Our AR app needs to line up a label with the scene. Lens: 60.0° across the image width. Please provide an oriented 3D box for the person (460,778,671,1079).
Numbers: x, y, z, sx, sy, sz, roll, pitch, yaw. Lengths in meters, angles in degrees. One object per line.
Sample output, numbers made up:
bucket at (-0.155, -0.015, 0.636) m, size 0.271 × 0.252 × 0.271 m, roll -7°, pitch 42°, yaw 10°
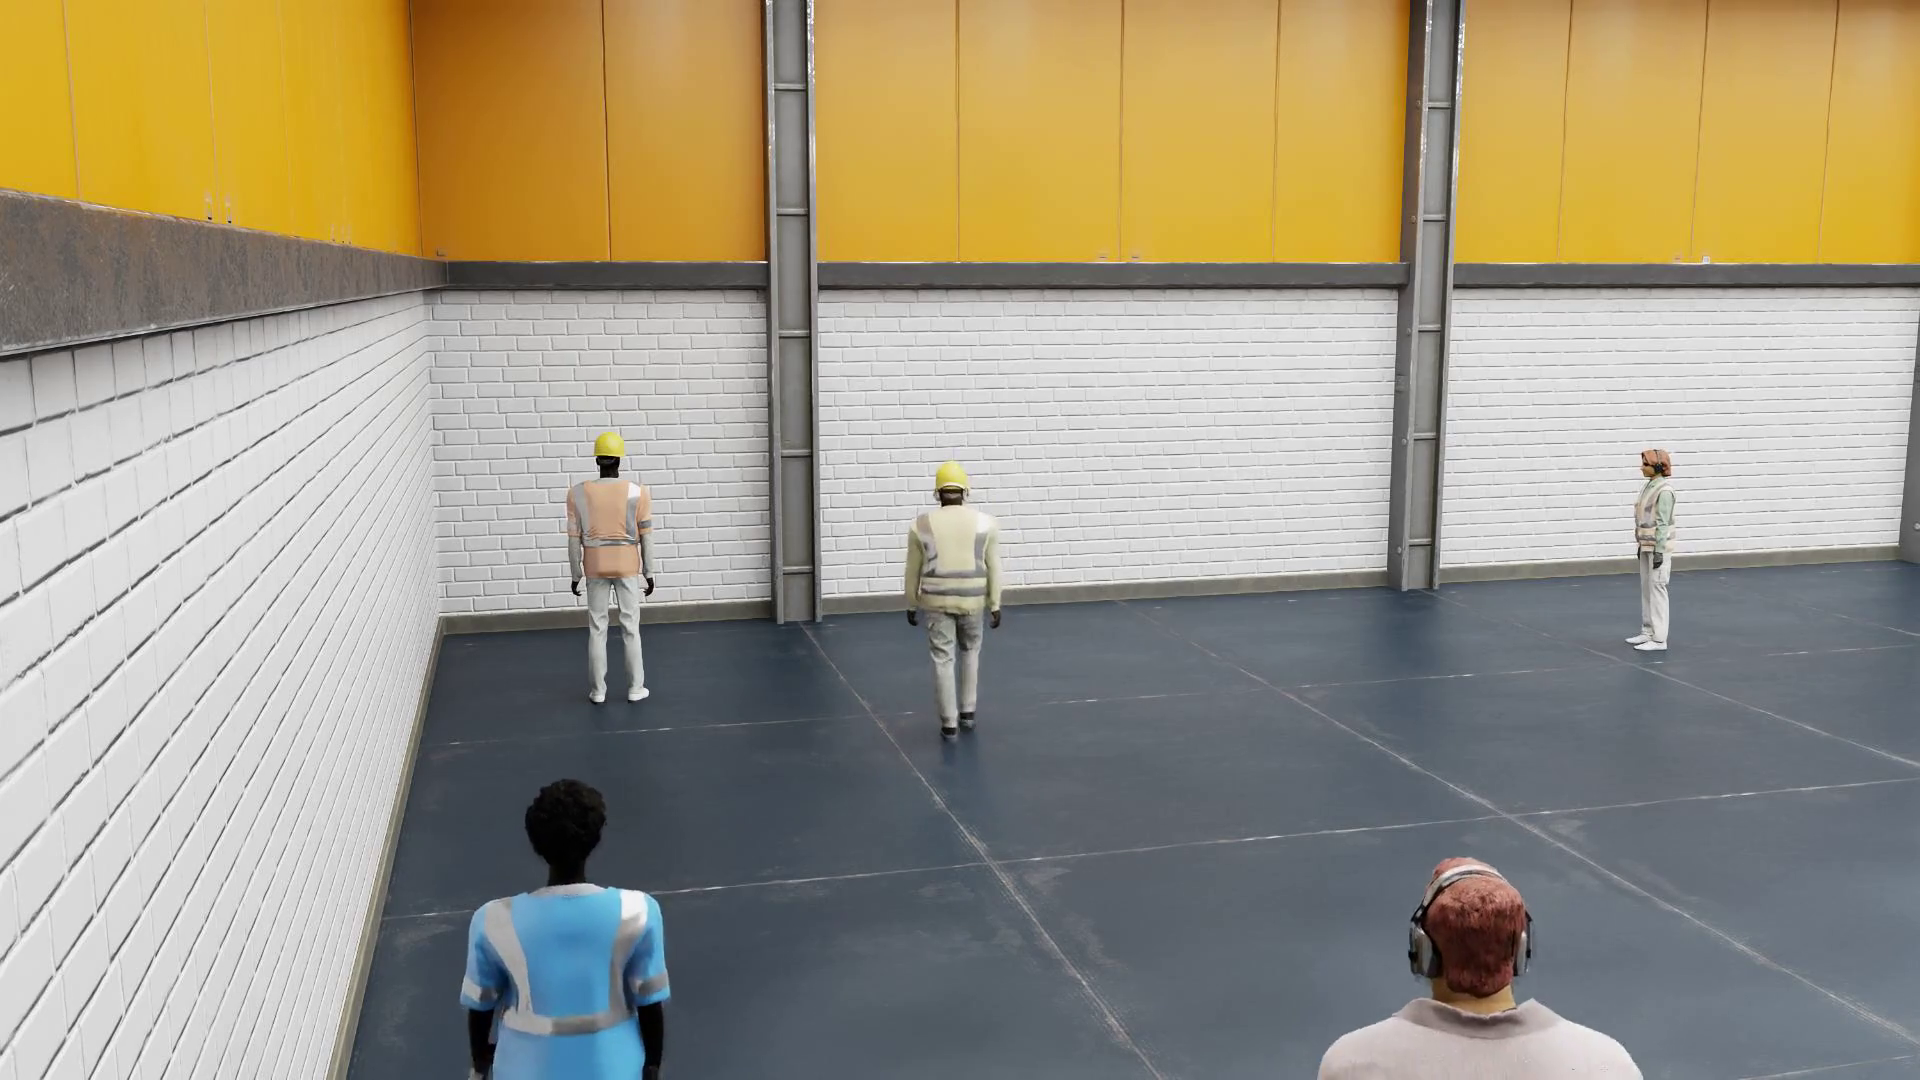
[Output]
person at (-1.096, 1.464, 4.646) m, size 0.550 × 1.649 × 0.845 m, roll -3°, pitch 10°, yaw -17°

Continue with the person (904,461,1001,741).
person at (-0.058, 0.382, 10.931) m, size 0.627 × 1.810 × 0.640 m, roll -1°, pitch 9°, yaw -6°

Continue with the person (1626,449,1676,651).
person at (5.591, 0.079, 13.410) m, size 0.314 × 1.629 × 0.509 m, roll 1°, pitch 9°, yaw 3°

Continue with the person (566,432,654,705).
person at (-2.452, 0.202, 11.713) m, size 0.594 × 1.926 × 0.368 m, roll -1°, pitch 9°, yaw -8°

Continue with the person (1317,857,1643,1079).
person at (1.024, 1.560, 3.396) m, size 0.641 × 1.885 × 0.668 m, roll 1°, pitch 9°, yaw 9°
